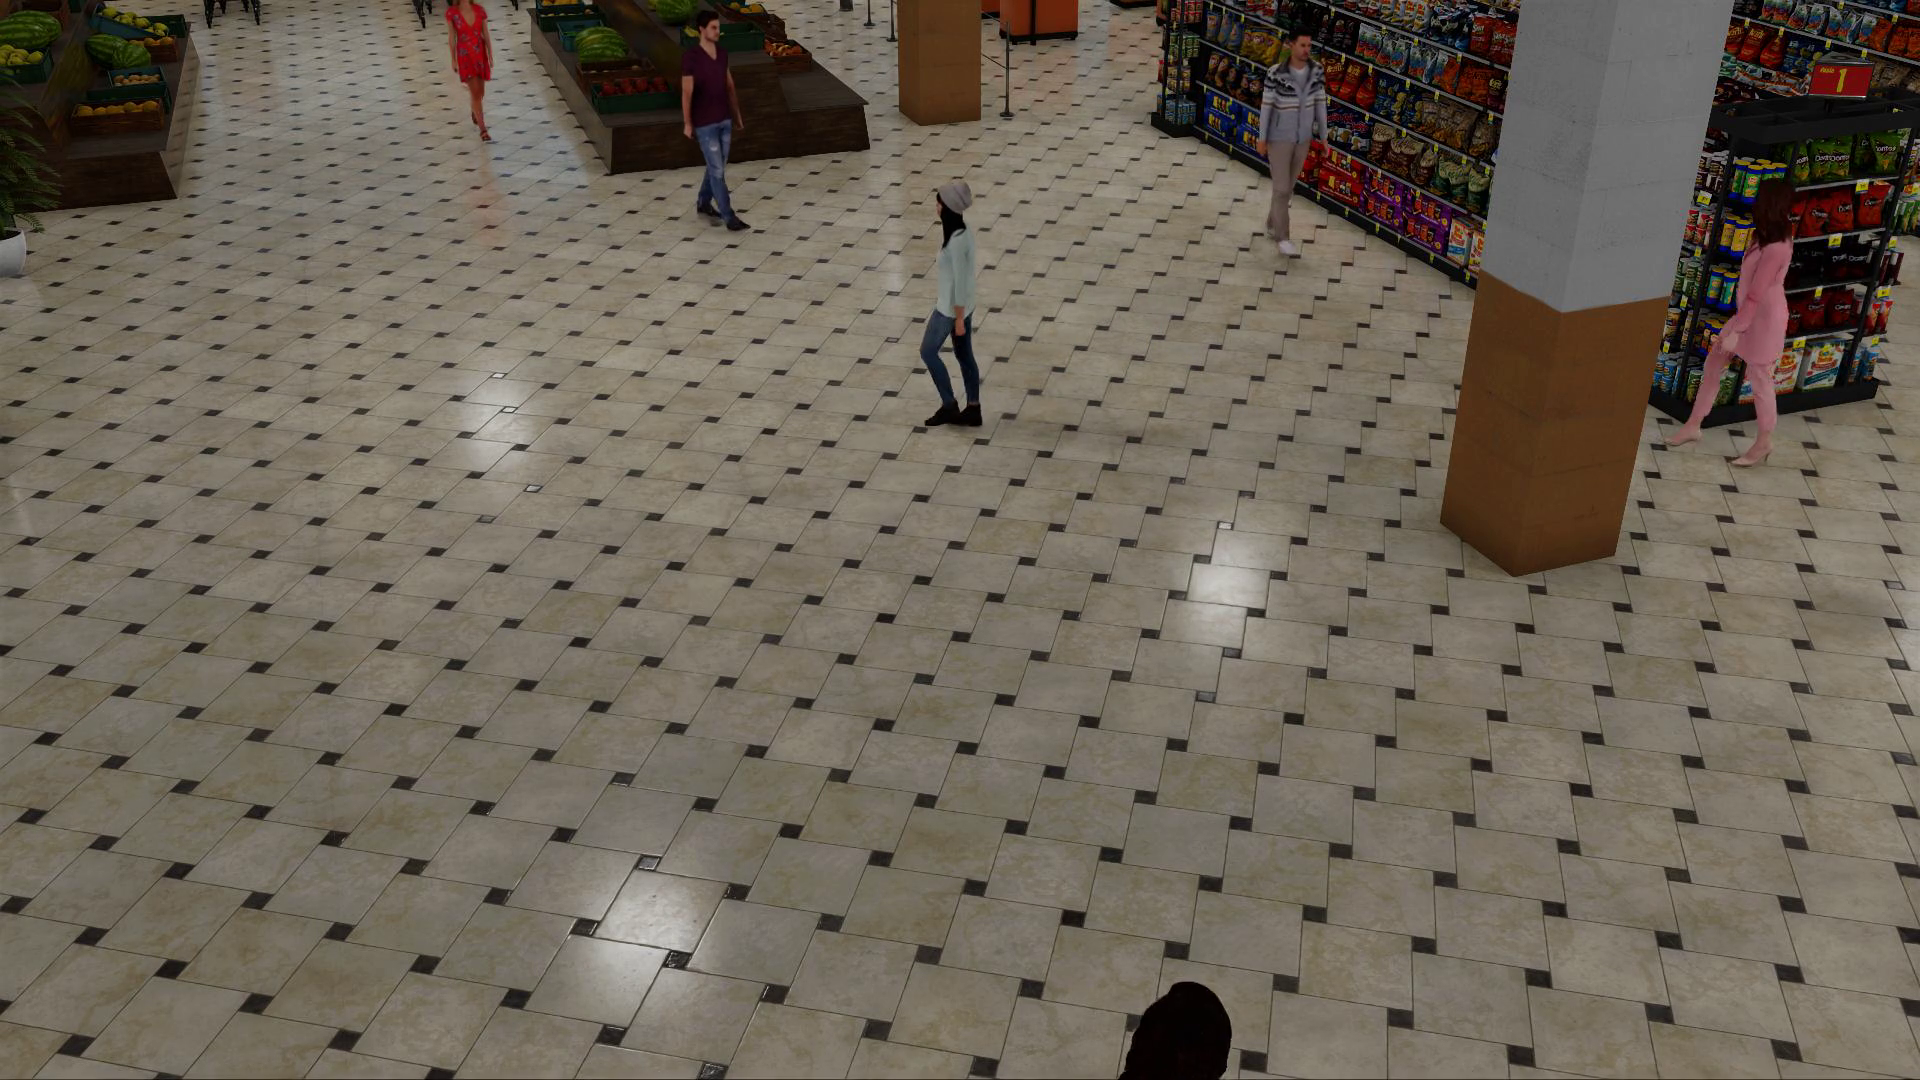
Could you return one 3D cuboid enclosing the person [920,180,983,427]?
[{"bbox_3d":[0.051,-1.479,10.598,0.760,1.633,0.692,5,29,10],"label":"person"}]

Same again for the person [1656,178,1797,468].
[{"bbox_3d":[4.918,-1.278,10.084,1.030,1.773,1.009,4,29,7],"label":"person"}]

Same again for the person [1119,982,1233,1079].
[{"bbox_3d":[0.550,1.931,4.245,0.923,1.737,1.066,5,29,10],"label":"person"}]

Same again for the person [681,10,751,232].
[{"bbox_3d":[-2.181,-3.616,14.315,1.132,1.823,1.000,21,35,33],"label":"person"}]

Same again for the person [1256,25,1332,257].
[{"bbox_3d":[2.705,-3.361,13.836,0.683,1.834,0.967,-11,30,-19],"label":"person"}]

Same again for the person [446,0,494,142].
[{"bbox_3d":[-4.985,-4.912,16.967,0.685,1.556,1.093,-16,32,-26],"label":"person"}]
